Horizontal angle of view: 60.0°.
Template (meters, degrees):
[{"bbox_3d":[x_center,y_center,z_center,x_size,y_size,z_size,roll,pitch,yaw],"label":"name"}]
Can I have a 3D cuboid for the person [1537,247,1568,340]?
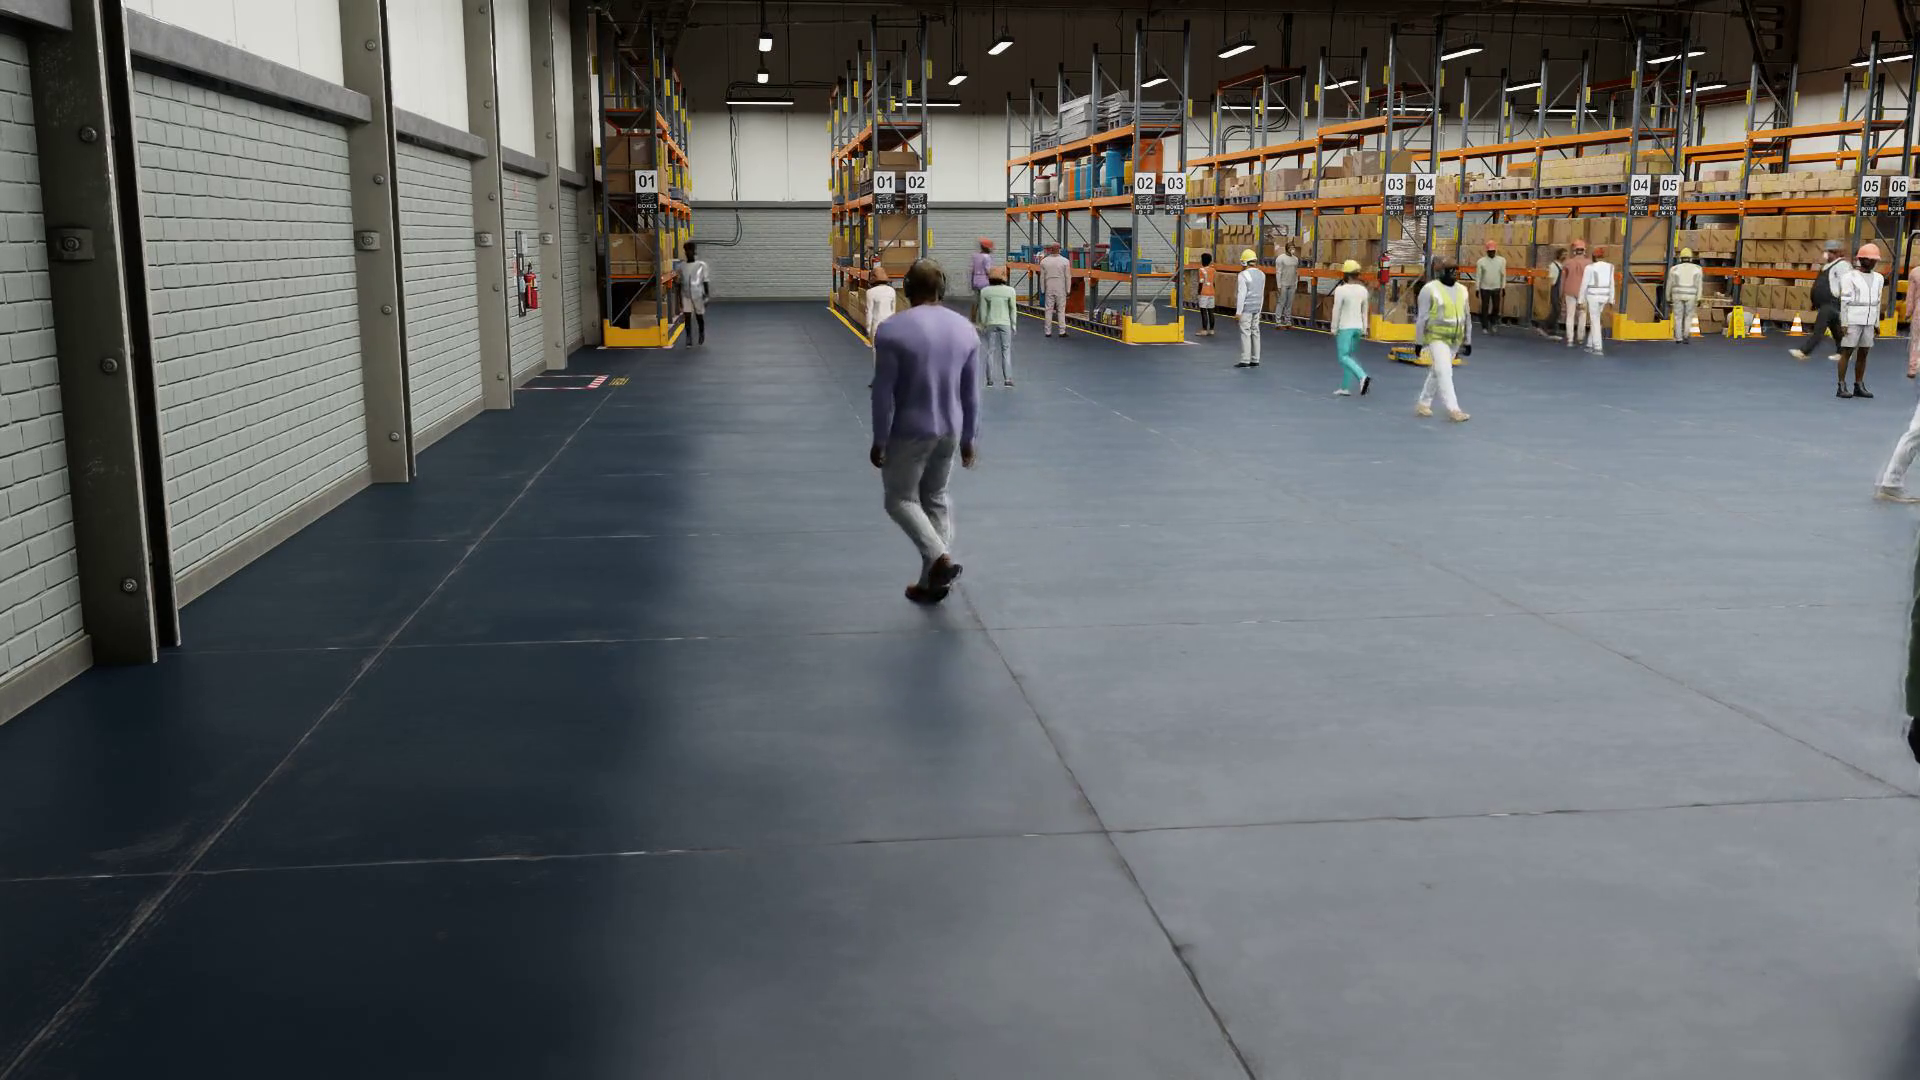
[{"bbox_3d":[11.709,-4.833,32.690,0.436,1.824,0.514,9,14,41],"label":"person"}]

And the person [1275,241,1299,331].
[{"bbox_3d":[7.081,-5.493,36.024,0.625,1.934,0.364,-7,12,-33],"label":"person"}]

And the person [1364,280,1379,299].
[{"bbox_3d":[10.115,-6.172,40.566,0.521,1.631,0.421,0,10,-2],"label":"person"}]

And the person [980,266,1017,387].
[{"bbox_3d":[0.521,-2.882,22.509,0.499,1.633,0.278,2,10,10],"label":"person"}]

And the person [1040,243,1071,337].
[{"bbox_3d":[1.950,-5.066,33.735,0.651,1.906,0.409,4,11,19],"label":"person"}]

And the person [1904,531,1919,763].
[{"bbox_3d":[2.684,0.446,4.285,0.535,1.624,0.370,0,10,-3],"label":"person"}]

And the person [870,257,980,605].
[{"bbox_3d":[-0.151,-0.563,9.005,0.643,1.918,0.595,-7,12,-32],"label":"person"}]

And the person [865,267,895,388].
[{"bbox_3d":[-1.068,-2.856,22.410,0.498,1.627,0.305,-9,13,-39],"label":"person"}]

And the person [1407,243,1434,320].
[{"bbox_3d":[11.193,-6.303,40.530,0.635,1.897,0.560,-1,10,-7],"label":"person"}]

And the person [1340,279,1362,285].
[{"bbox_3d":[10.620,-7.132,45.076,0.545,1.906,0.743,-2,11,-12],"label":"person"}]

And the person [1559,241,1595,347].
[{"bbox_3d":[11.524,-4.595,31.042,0.648,1.937,1.037,4,11,22],"label":"person"}]

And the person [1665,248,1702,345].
[{"bbox_3d":[13.589,-4.571,31.271,0.627,1.807,0.704,3,11,16],"label":"person"}]

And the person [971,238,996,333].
[{"bbox_3d":[0.474,-5.396,35.329,0.408,1.997,0.709,-7,12,-33],"label":"person"}]

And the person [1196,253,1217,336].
[{"bbox_3d":[5.029,-5.014,34.022,0.539,1.695,0.318,-10,14,-43],"label":"person"}]

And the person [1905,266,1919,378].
[{"bbox_3d":[13.959,-3.278,23.914,0.651,1.913,0.410,6,12,31],"label":"person"}]

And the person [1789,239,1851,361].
[{"bbox_3d":[14.138,-3.937,27.178,1.027,2.000,0.704,1,10,8],"label":"person"}]

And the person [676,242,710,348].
[{"bbox_3d":[-4.898,-4.502,30.546,0.620,1.939,0.785,0,10,2],"label":"person"}]

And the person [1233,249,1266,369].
[{"bbox_3d":[4.432,-3.545,25.599,0.596,1.831,0.403,-9,14,-41],"label":"person"}]

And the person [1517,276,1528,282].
[{"bbox_3d":[16.962,-7.912,50.114,0.388,1.622,0.543,3,11,15],"label":"person"}]

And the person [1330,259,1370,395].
[{"bbox_3d":[4.988,-2.672,21.074,0.525,1.749,0.698,-6,12,-31],"label":"person"}]

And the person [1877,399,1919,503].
[{"bbox_3d":[7.452,-1.141,12.446,0.582,1.831,0.999,-8,13,-36],"label":"person"}]

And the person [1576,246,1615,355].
[{"bbox_3d":[10.958,-4.154,28.857,0.614,1.856,0.803,-4,11,-19],"label":"person"}]

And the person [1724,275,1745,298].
[{"bbox_3d":[20.937,-7.121,44.940,0.587,1.928,0.364,-2,10,-8],"label":"person"}]

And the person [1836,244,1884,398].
[{"bbox_3d":[11.375,-2.758,20.992,0.545,1.940,0.352,-2,10,-9],"label":"person"}]

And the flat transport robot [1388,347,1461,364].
[{"bbox_3d":[7.456,-2.972,26.742,0.652,0.197,1.431,-1,10,-6],"label":"flat transport robot"}]

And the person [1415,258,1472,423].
[{"bbox_3d":[5.369,-2.221,18.448,0.639,1.800,0.981,-5,11,-24],"label":"person"}]

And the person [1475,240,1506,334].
[{"bbox_3d":[11.064,-5.265,34.694,0.629,1.952,0.579,2,11,11],"label":"person"}]
